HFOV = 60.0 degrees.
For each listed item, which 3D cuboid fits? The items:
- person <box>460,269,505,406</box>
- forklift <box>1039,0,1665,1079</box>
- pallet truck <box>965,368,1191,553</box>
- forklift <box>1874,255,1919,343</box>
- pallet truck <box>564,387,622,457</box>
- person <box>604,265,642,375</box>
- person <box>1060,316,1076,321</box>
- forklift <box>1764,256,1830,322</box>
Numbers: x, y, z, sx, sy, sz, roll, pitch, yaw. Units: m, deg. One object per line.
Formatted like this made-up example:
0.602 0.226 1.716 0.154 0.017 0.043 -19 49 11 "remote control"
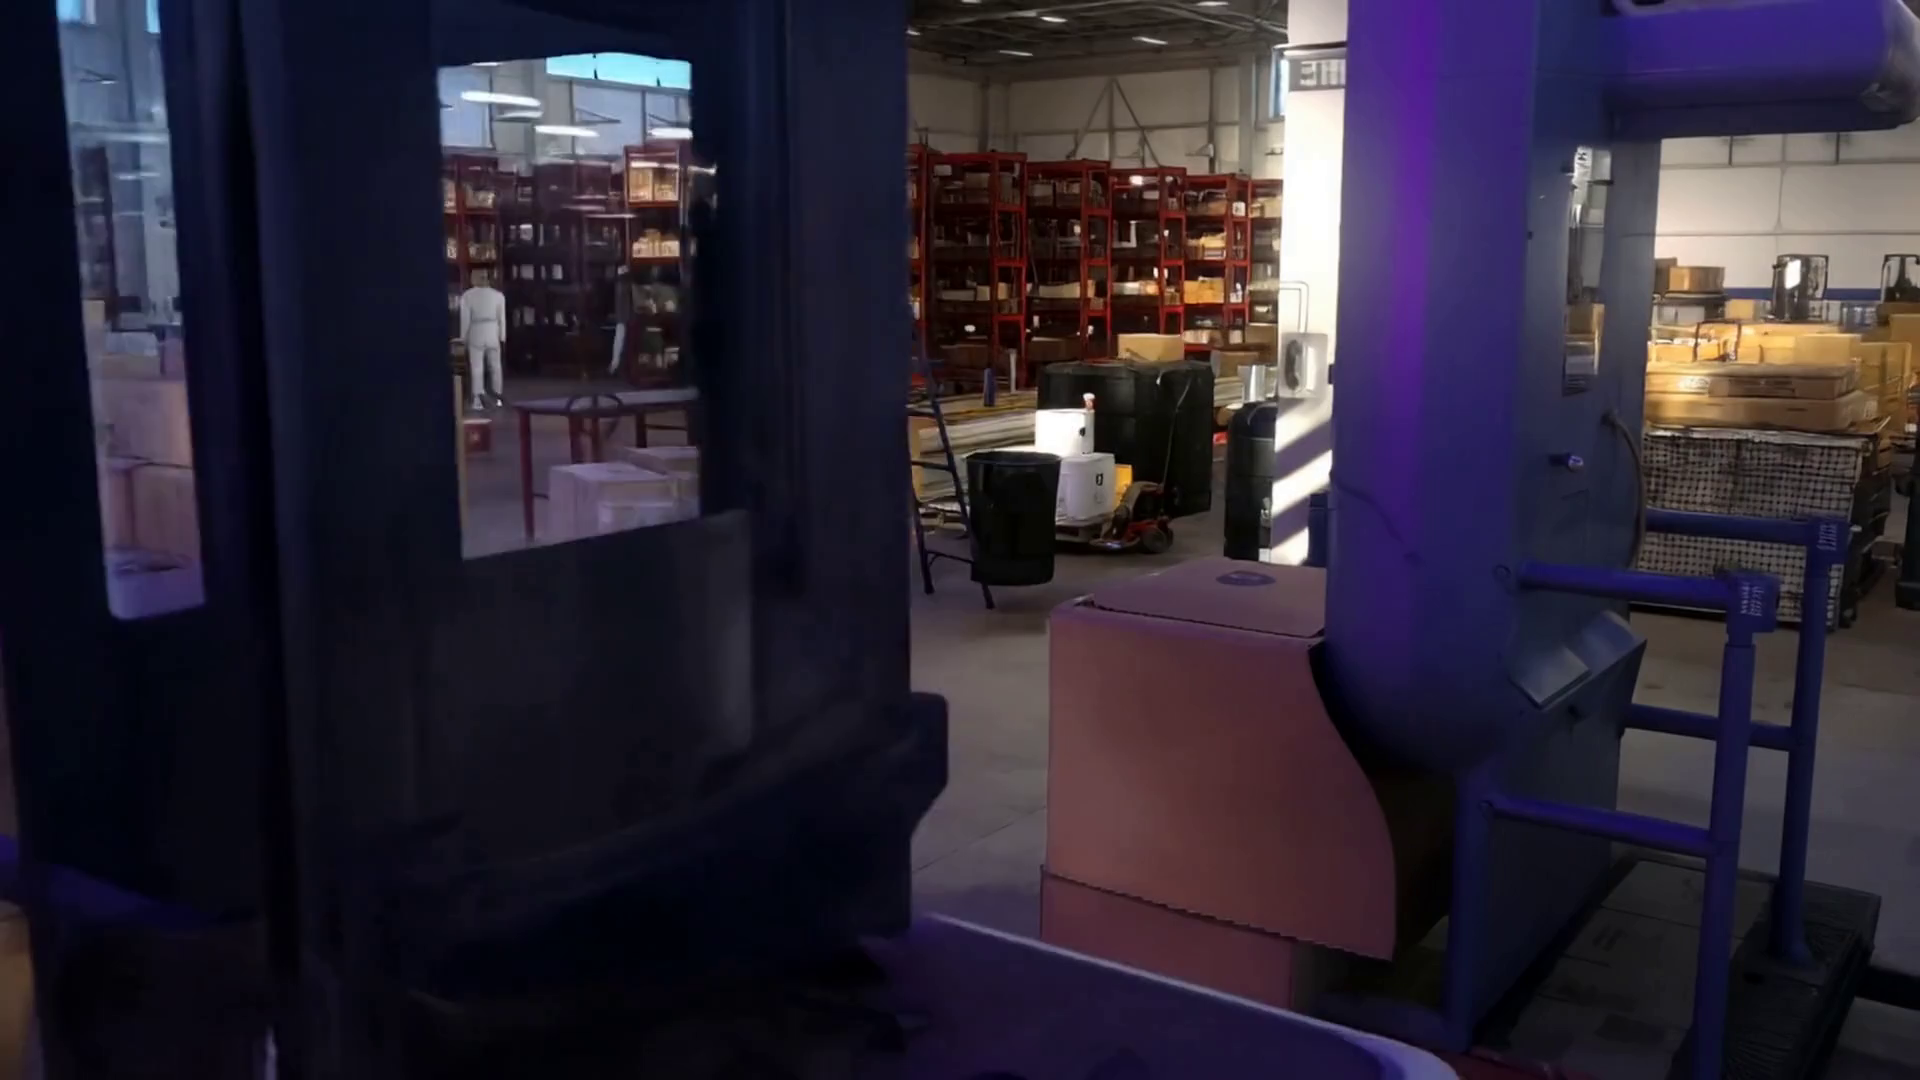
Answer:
-6.677 -2.824 23.254 0.643 1.909 0.410 -7 12 -37 "person"
1.249 -0.137 4.360 1.873 2.768 1.129 7 12 35 "forklift"
0.845 -0.609 11.869 1.630 1.274 0.653 7 12 35 "pallet truck"
22.089 -5.634 38.796 1.157 1.987 2.680 6 11 33 "forklift"
-1.981 -0.274 10.088 0.680 1.201 1.601 -5 11 -28 "pallet truck"
-5.938 -3.890 29.491 0.614 1.935 1.024 3 10 19 "person"
2.553 -5.370 38.657 0.580 1.819 0.711 7 12 36 "person"
20.253 -5.854 40.139 1.157 1.987 2.680 7 12 35 "forklift"
